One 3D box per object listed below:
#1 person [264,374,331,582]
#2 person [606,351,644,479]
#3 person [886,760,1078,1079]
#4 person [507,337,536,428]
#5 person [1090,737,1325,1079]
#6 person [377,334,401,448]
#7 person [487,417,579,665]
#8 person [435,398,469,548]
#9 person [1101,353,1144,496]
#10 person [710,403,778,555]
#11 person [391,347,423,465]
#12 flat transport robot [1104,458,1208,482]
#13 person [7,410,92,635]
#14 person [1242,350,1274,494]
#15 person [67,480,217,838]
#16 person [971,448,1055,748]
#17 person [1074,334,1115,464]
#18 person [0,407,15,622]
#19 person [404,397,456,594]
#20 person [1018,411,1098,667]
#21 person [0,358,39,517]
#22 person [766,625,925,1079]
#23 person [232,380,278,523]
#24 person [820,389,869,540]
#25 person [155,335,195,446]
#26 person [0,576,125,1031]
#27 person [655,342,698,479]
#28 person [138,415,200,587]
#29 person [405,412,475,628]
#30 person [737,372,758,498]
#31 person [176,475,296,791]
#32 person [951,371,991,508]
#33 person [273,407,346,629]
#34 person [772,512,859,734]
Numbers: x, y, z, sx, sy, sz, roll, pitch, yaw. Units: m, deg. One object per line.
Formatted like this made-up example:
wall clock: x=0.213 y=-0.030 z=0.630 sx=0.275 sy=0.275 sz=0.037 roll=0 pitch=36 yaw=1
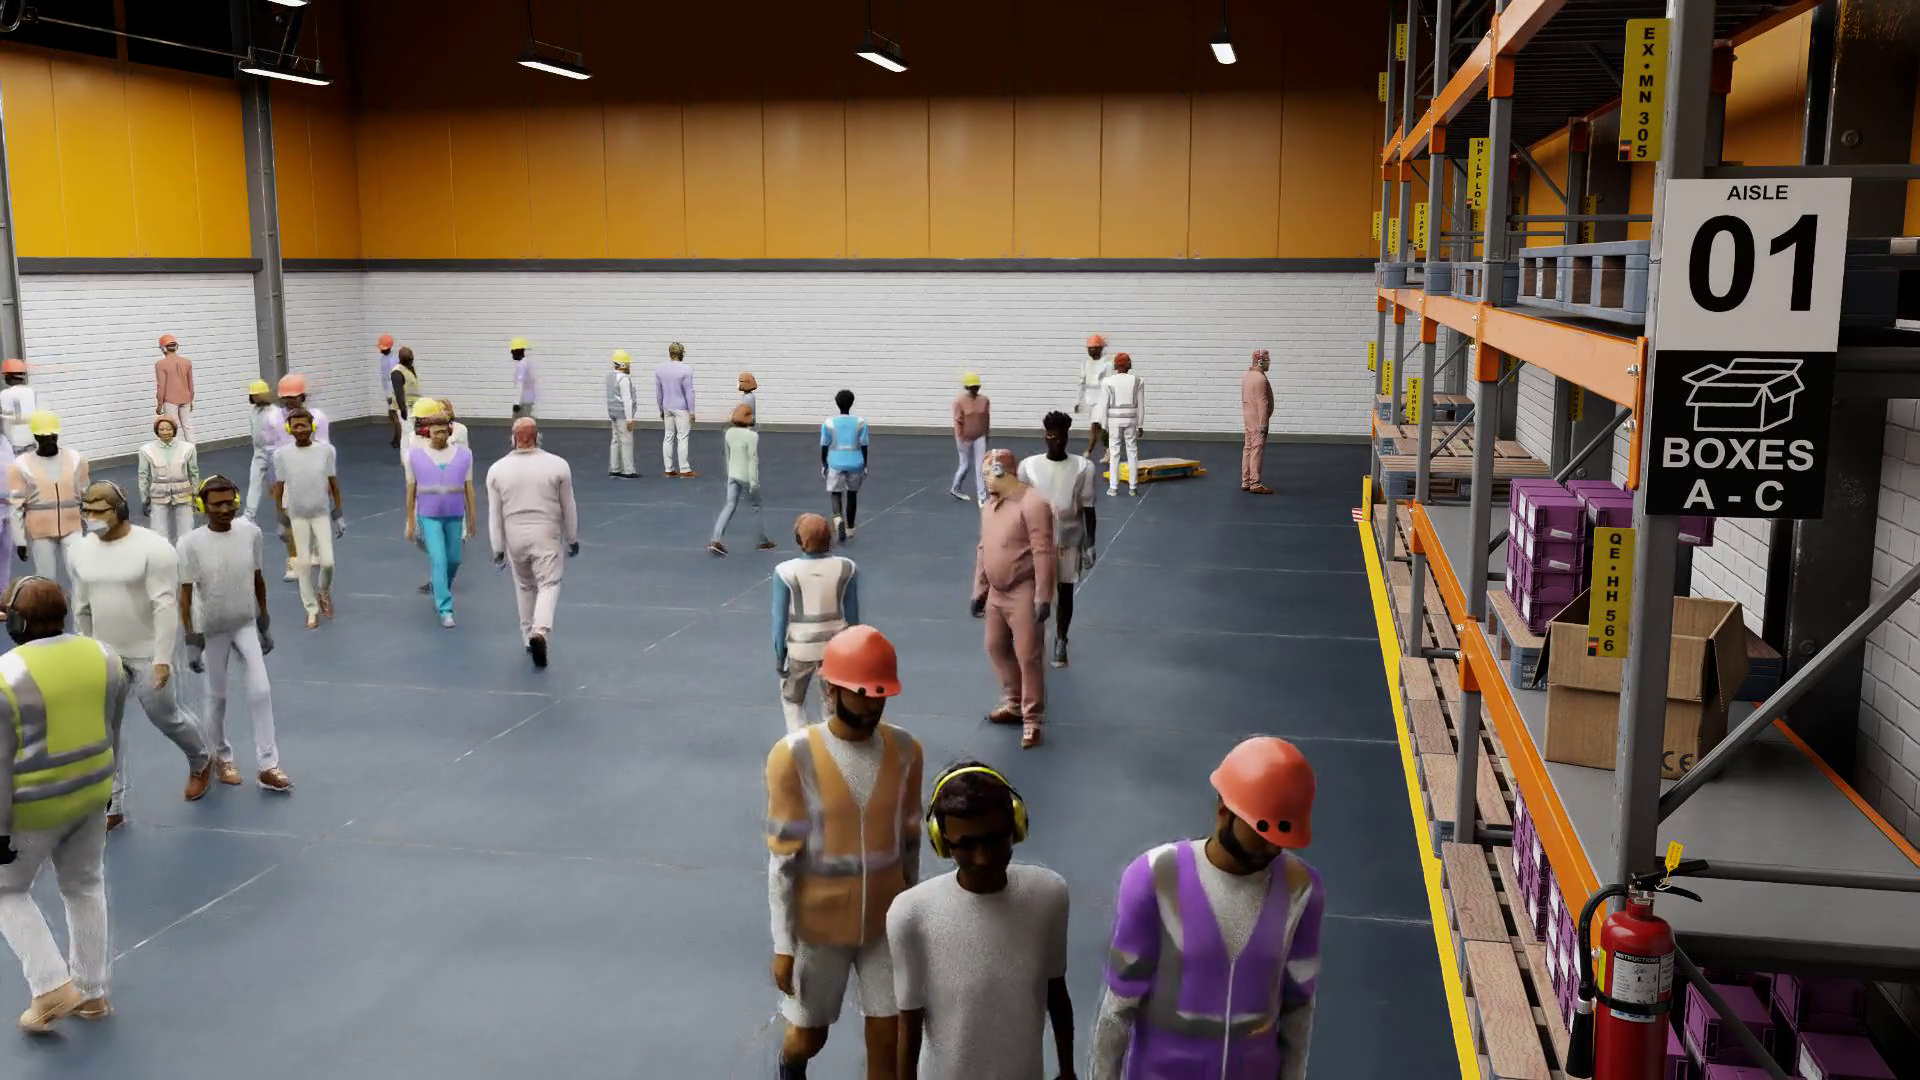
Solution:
person: x=-6.448 y=-0.644 z=16.286 sx=0.613 sy=1.993 sz=1.029 roll=-2 pitch=10 yaw=-9
person: x=-4.769 y=-1.748 z=23.480 sx=0.536 sy=1.821 sz=0.622 roll=-7 pitch=12 yaw=-36
person: x=0.055 y=1.432 z=4.183 sx=0.520 sy=1.846 sz=0.467 roll=-4 pitch=10 yaw=-21
person: x=-6.778 y=-2.175 z=25.723 sx=0.517 sy=1.907 sz=0.601 roll=-2 pitch=10 yaw=-14
person: x=0.611 y=1.391 z=4.274 sx=0.625 sy=1.895 sz=0.591 roll=-2 pitch=10 yaw=-10
person: x=-9.478 y=-2.467 z=27.599 sx=0.392 sy=1.897 sz=0.735 roll=-5 pitch=11 yaw=-28
person: x=-3.279 y=-0.003 z=12.740 sx=0.641 sy=1.876 sz=0.849 roll=0 pitch=9 yaw=0
person: x=-5.483 y=-0.708 z=17.740 sx=0.507 sy=1.628 sz=0.278 roll=0 pitch=9 yaw=-3
person: x=2.125 y=-1.511 z=21.794 sx=0.574 sy=1.881 sz=0.358 roll=0 pitch=9 yaw=-3
person: x=-2.301 y=-0.644 z=17.433 sx=0.506 sy=1.595 sz=0.853 roll=8 pitch=12 yaw=38
person: x=-8.294 y=-2.006 z=25.045 sx=0.432 sy=1.800 sz=0.753 roll=0 pitch=9 yaw=3
flat transport robot: x=2.793 y=-1.008 z=23.607 sx=1.431 sy=0.197 sz=0.652 roll=-7 pitch=12 yaw=-38
person: x=-7.042 y=-0.058 z=12.980 sx=0.609 sy=1.900 sz=0.732 roll=-9 pitch=13 yaw=-42
person: x=3.965 y=-1.569 z=22.070 sx=0.405 sy=1.906 sz=0.653 roll=-2 pitch=10 yaw=-10
person: x=-4.473 y=0.595 z=9.067 sx=0.641 sy=1.910 sz=0.914 roll=1 pitch=9 yaw=4
person: x=0.344 y=0.356 z=10.630 sx=0.423 sy=1.872 sz=0.751 roll=-6 pitch=11 yaw=-33
person: x=2.033 y=-2.093 z=25.010 sx=1.069 sy=1.985 sz=0.637 roll=-9 pitch=13 yaw=-42
person: x=-8.243 y=-0.266 z=14.220 sx=0.403 sy=1.906 sz=0.651 roll=-1 pitch=9 yaw=-5
person: x=-4.885 y=-0.415 z=15.376 sx=0.612 sy=1.818 sz=0.437 roll=6 pitch=11 yaw=33
person: x=0.727 y=0.003 z=12.462 sx=0.609 sy=1.946 sz=0.501 roll=0 pitch=9 yaw=1
person: x=-11.243 y=-1.207 z=19.851 sx=0.406 sy=1.917 sz=0.555 roll=2 pitch=10 yaw=11
person: x=-0.383 y=1.194 z=5.399 sx=0.559 sy=1.917 sz=0.806 roll=-4 pitch=10 yaw=-23
person: x=-8.033 y=-0.990 z=19.193 sx=0.501 sy=1.693 sz=0.890 roll=4 pitch=10 yaw=20
person: x=-1.253 y=-0.809 z=18.187 sx=0.540 sy=1.678 sz=0.661 roll=-1 pitch=10 yaw=-8
person: x=-11.738 y=-2.070 z=24.853 sx=0.393 sy=1.986 sz=0.610 roll=5 pitch=11 yaw=28
person: x=-3.589 y=1.042 z=6.578 sx=0.445 sy=1.828 sz=0.642 roll=4 pitch=10 yaw=24
person: x=-4.007 y=-1.830 z=23.547 sx=0.638 sy=1.938 sz=0.356 roll=5 pitch=11 yaw=28
person: x=-7.379 y=-0.353 z=15.555 sx=0.522 sy=1.636 sz=0.309 roll=-5 pitch=11 yaw=-28
person: x=-4.428 y=-0.201 z=14.159 sx=0.573 sy=1.807 sz=0.809 roll=-6 pitch=11 yaw=-31
person: x=-2.775 y=-1.368 z=21.671 sx=0.283 sy=1.636 sz=0.500 roll=-2 pitch=10 yaw=-11
person: x=-4.140 y=0.548 z=9.506 sx=0.570 sy=1.834 sz=0.834 roll=-9 pitch=13 yaw=-44
person: x=0.125 y=-1.289 z=20.946 sx=0.528 sy=1.717 sz=0.728 roll=-3 pitch=10 yaw=-19
person: x=-5.409 y=-0.182 z=13.846 sx=0.555 sy=1.858 sz=0.397 roll=-4 pitch=10 yaw=-21
person: x=-0.820 y=0.652 z=9.543 sx=0.532 sy=1.630 sz=0.361 roll=-3 pitch=10 yaw=-17
